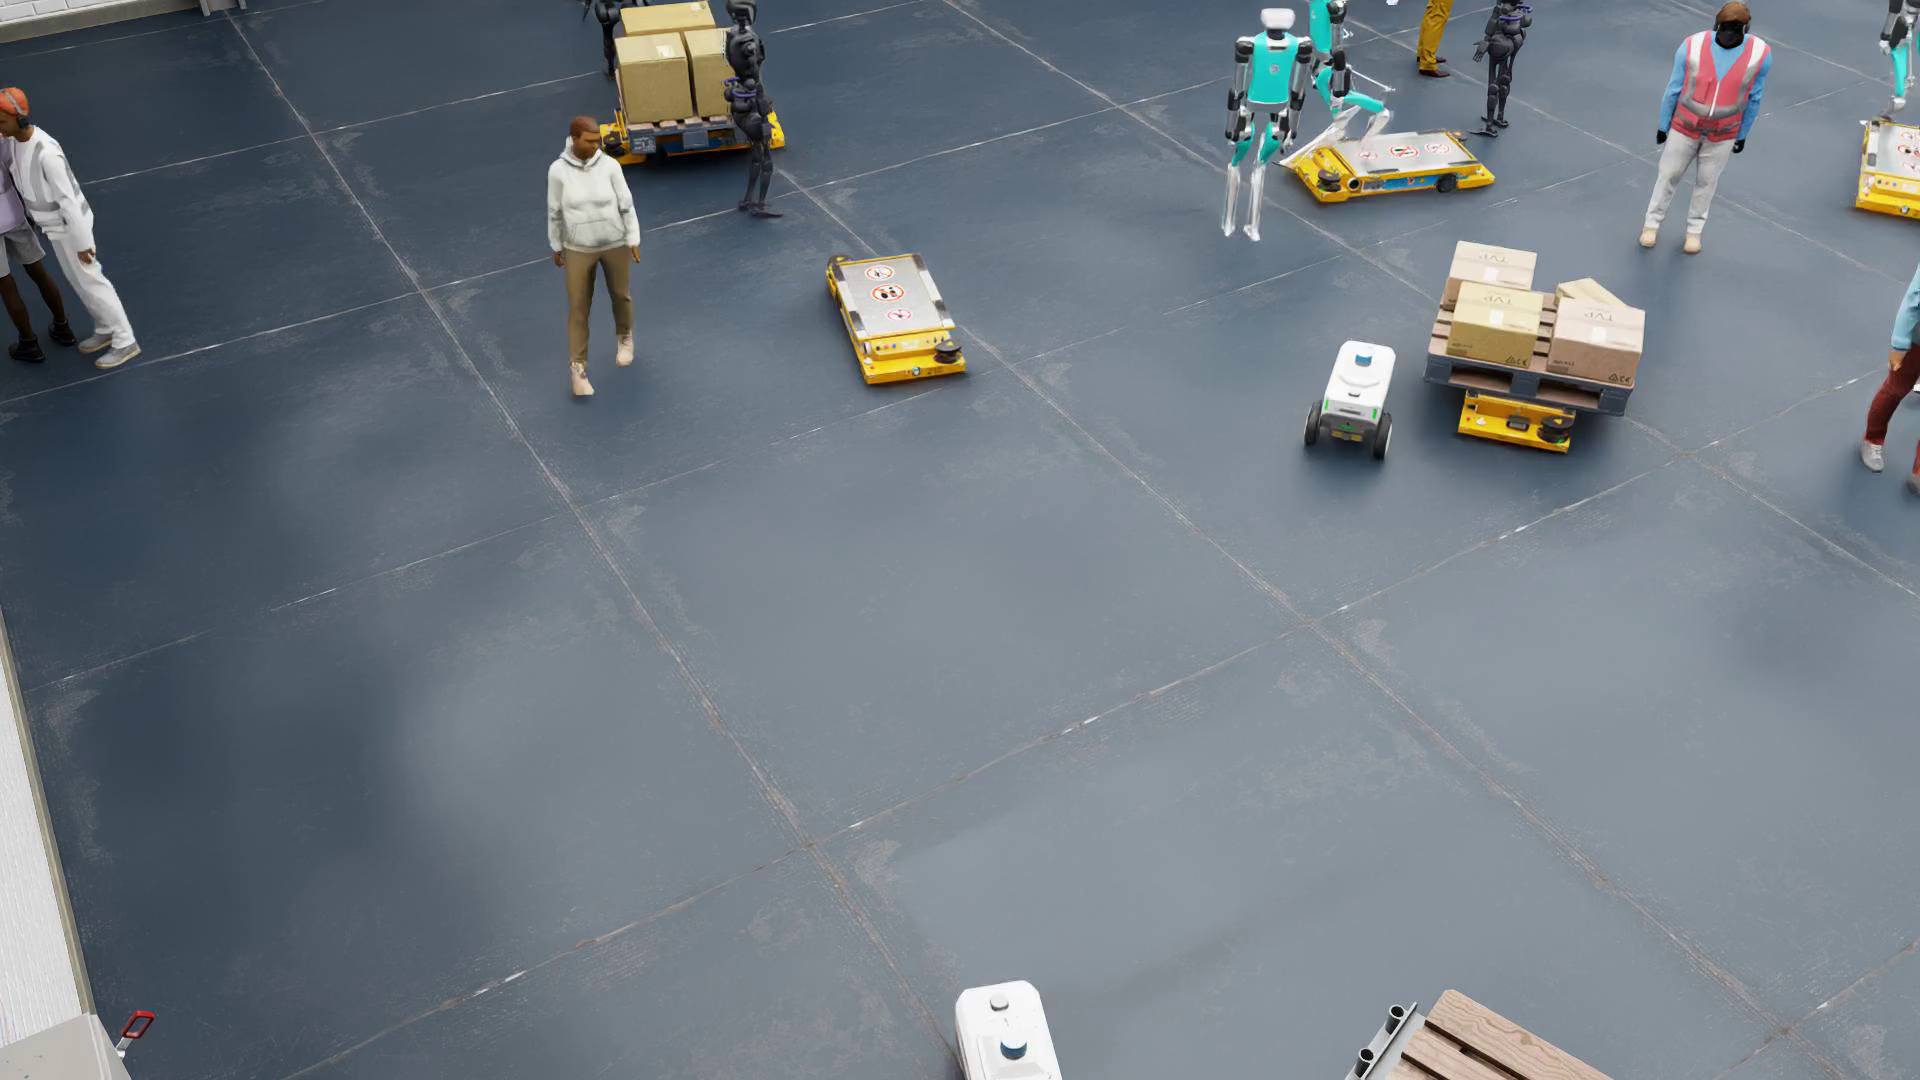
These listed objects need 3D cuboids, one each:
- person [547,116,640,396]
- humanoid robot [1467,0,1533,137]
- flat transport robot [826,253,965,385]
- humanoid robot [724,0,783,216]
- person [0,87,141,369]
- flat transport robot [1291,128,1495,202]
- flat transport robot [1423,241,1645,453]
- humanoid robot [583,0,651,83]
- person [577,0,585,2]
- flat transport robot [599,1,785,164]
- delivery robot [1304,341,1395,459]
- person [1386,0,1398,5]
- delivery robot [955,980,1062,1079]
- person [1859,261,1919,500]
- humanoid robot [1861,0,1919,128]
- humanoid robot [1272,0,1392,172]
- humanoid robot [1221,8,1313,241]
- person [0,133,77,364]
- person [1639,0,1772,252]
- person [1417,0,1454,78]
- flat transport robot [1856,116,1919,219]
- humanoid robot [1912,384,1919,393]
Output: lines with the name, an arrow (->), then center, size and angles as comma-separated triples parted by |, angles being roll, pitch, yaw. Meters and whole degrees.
person -> -2.258, -1.741, 10.309 | 0.586, 1.727, 0.727 | -10, 39, -12
humanoid robot -> 4.344, -4.061, 13.271 | 0.315, 1.657, 0.599 | 27, 46, 30
flat transport robot -> -0.455, -1.533, 11.226 | 0.659, 0.231, 1.431 | -9, 39, -11
humanoid robot -> -1.534, -3.158, 12.155 | 0.341, 1.666, 0.586 | -16, 41, -19
person -> -5.658, -1.968, 10.488 | 0.374, 1.874, 0.588 | -31, 48, -33
flat transport robot -> 3.375, -2.922, 12.979 | 1.431, 0.231, 0.659 | -8, 39, -10
flat transport robot -> 3.611, -1.063, 10.633 | 0.659, 0.231, 1.431 | 13, 40, 15
humanoid robot -> -2.881, -4.547, 13.935 | 0.600, 1.622, 0.798 | -16, 41, -19
person -> -3.559, -5.985, 15.588 | 0.558, 1.835, 0.392 | -19, 42, -22
flat transport robot -> -2.184, -3.326, 13.488 | 1.431, 0.231, 0.659 | -9, 39, -11
delivery robot -> 2.429, -0.877, 10.184 | 0.499, 0.614, 0.815 | 13, 40, 15
person -> 4.223, -5.955, 15.648 | 0.516, 1.706, 0.529 | 20, 42, 23
delivery robot -> 0.205, 2.102, 6.401 | 0.499, 0.585, 0.765 | -7, 39, -9
person -> 5.560, -1.073, 9.370 | 0.572, 1.848, 0.791 | 4, 39, 5
humanoid robot -> 7.609, -3.849, 12.993 | 0.555, 1.770, 0.963 | -3, 39, -4
humanoid robot -> 2.939, -3.507, 12.547 | 1.011, 1.738, 0.533 | -8, 39, -10
humanoid robot -> 2.124, -2.968, 11.879 | 0.530, 1.831, 0.691 | -1, 38, -1
person -> -6.123, -2.020, 10.498 | 0.371, 1.938, 0.544 | 23, 44, 26
person -> 5.225, -2.895, 11.693 | 0.630, 1.833, 0.434 | 14, 40, 17
person -> 4.187, -4.864, 14.244 | 0.342, 1.749, 0.529 | 4, 39, 5
flat transport robot -> 7.381, -2.893, 12.942 | 0.659, 0.231, 1.431 | 16, 41, 20
humanoid robot -> 6.461, -1.669, 10.209 | 0.912, 1.754, 0.564 | -17, 41, -20
